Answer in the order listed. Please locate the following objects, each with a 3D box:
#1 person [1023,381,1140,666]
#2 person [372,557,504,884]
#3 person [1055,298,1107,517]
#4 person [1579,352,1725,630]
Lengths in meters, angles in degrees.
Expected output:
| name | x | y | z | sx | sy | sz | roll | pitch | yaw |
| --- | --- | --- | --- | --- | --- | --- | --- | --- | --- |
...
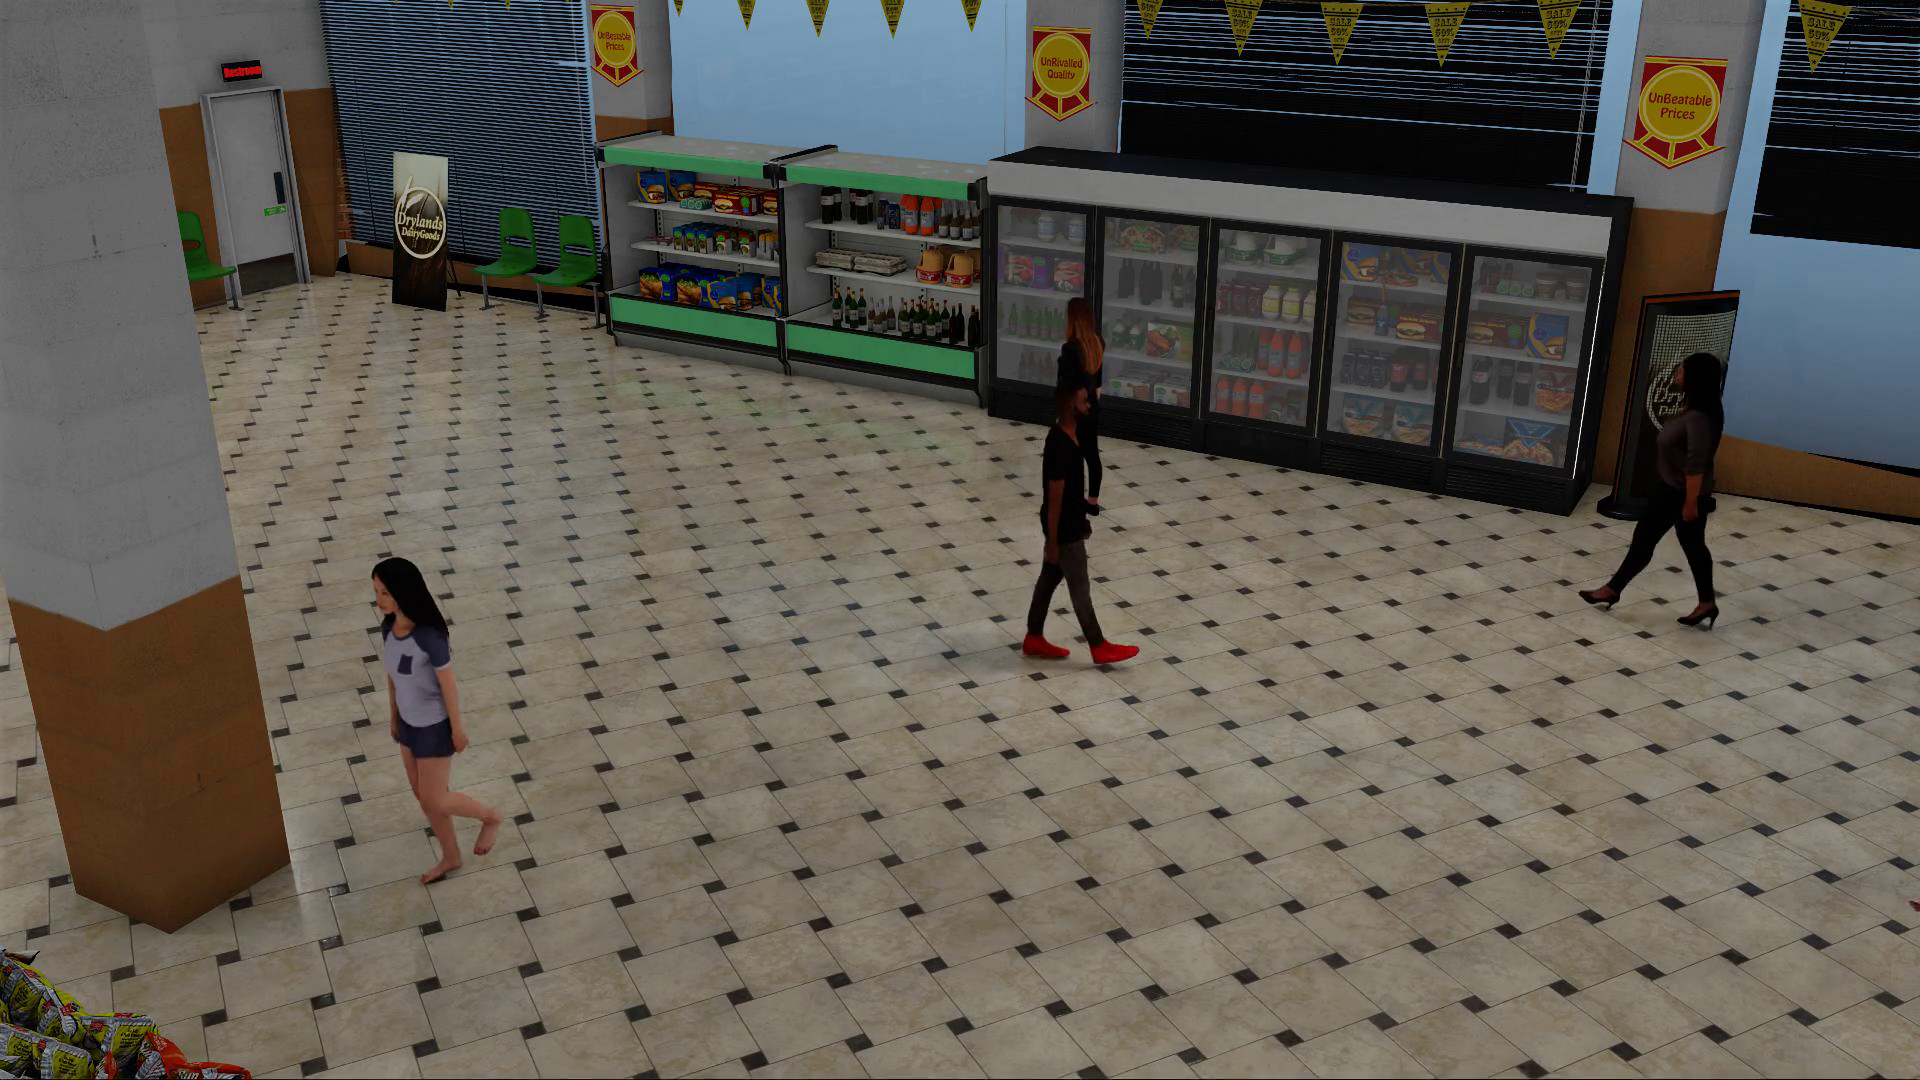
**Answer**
| name | x | y | z | sx | sy | sz | roll | pitch | yaw |
| --- | --- | --- | --- | --- | --- | --- | --- | --- | --- |
| person | 0.546 | -0.086 | 10.130 | 1.081 | 1.786 | 0.925 | 2 | 22 | 6 |
| person | -2.468 | 0.842 | 7.952 | 0.687 | 1.689 | 0.729 | 18 | 28 | 37 |
| person | 0.911 | -0.970 | 12.439 | 0.596 | 1.706 | 0.652 | 19 | 29 | 39 |
| person | 4.695 | -0.255 | 10.531 | 1.067 | 1.800 | 0.669 | 13 | 25 | 29 |
